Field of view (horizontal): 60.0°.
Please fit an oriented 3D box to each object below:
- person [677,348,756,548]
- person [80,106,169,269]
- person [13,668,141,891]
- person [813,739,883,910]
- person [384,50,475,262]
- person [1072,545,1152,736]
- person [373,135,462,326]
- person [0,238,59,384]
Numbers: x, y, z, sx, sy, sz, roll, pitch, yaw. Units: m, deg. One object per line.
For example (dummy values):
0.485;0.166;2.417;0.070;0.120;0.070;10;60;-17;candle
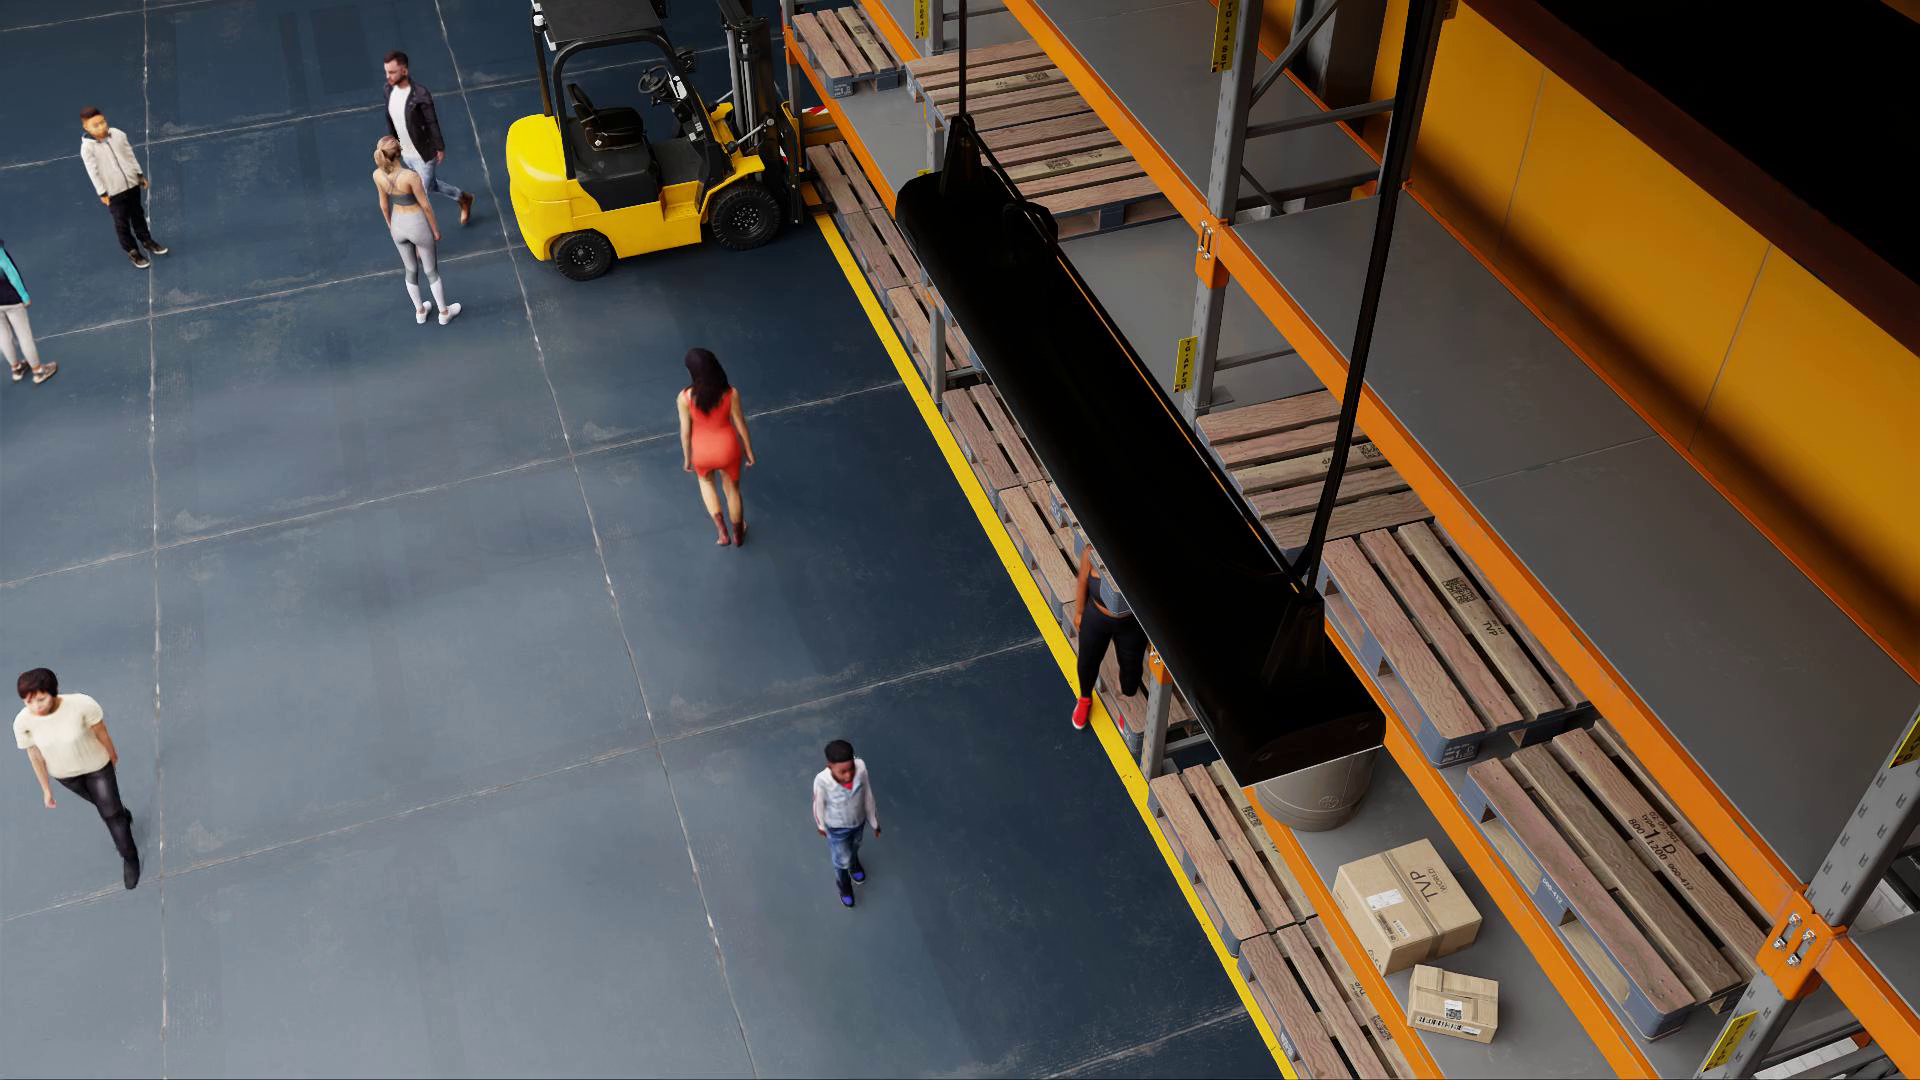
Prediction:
-1.673;-0.544;11.351;0.698;1.707;0.711;-5;44;-5;person
-7.174;-3.040;14.156;0.727;1.452;0.677;19;47;19;person
-5.049;1.249;9.570;0.648;1.566;0.849;-9;44;-9;person
-0.673;1.527;9.512;0.519;1.246;0.590;-21;47;-20;person
-4.575;-3.354;14.229;1.164;1.805;1.170;23;48;22;person
0.955;0.470;10.208;0.767;1.815;0.784;7;44;7;person
-4.418;-2.492;13.398;0.659;1.703;0.679;6;44;6;person
-7.467;-1.896;12.924;0.680;1.494;0.718;8;44;8;person
